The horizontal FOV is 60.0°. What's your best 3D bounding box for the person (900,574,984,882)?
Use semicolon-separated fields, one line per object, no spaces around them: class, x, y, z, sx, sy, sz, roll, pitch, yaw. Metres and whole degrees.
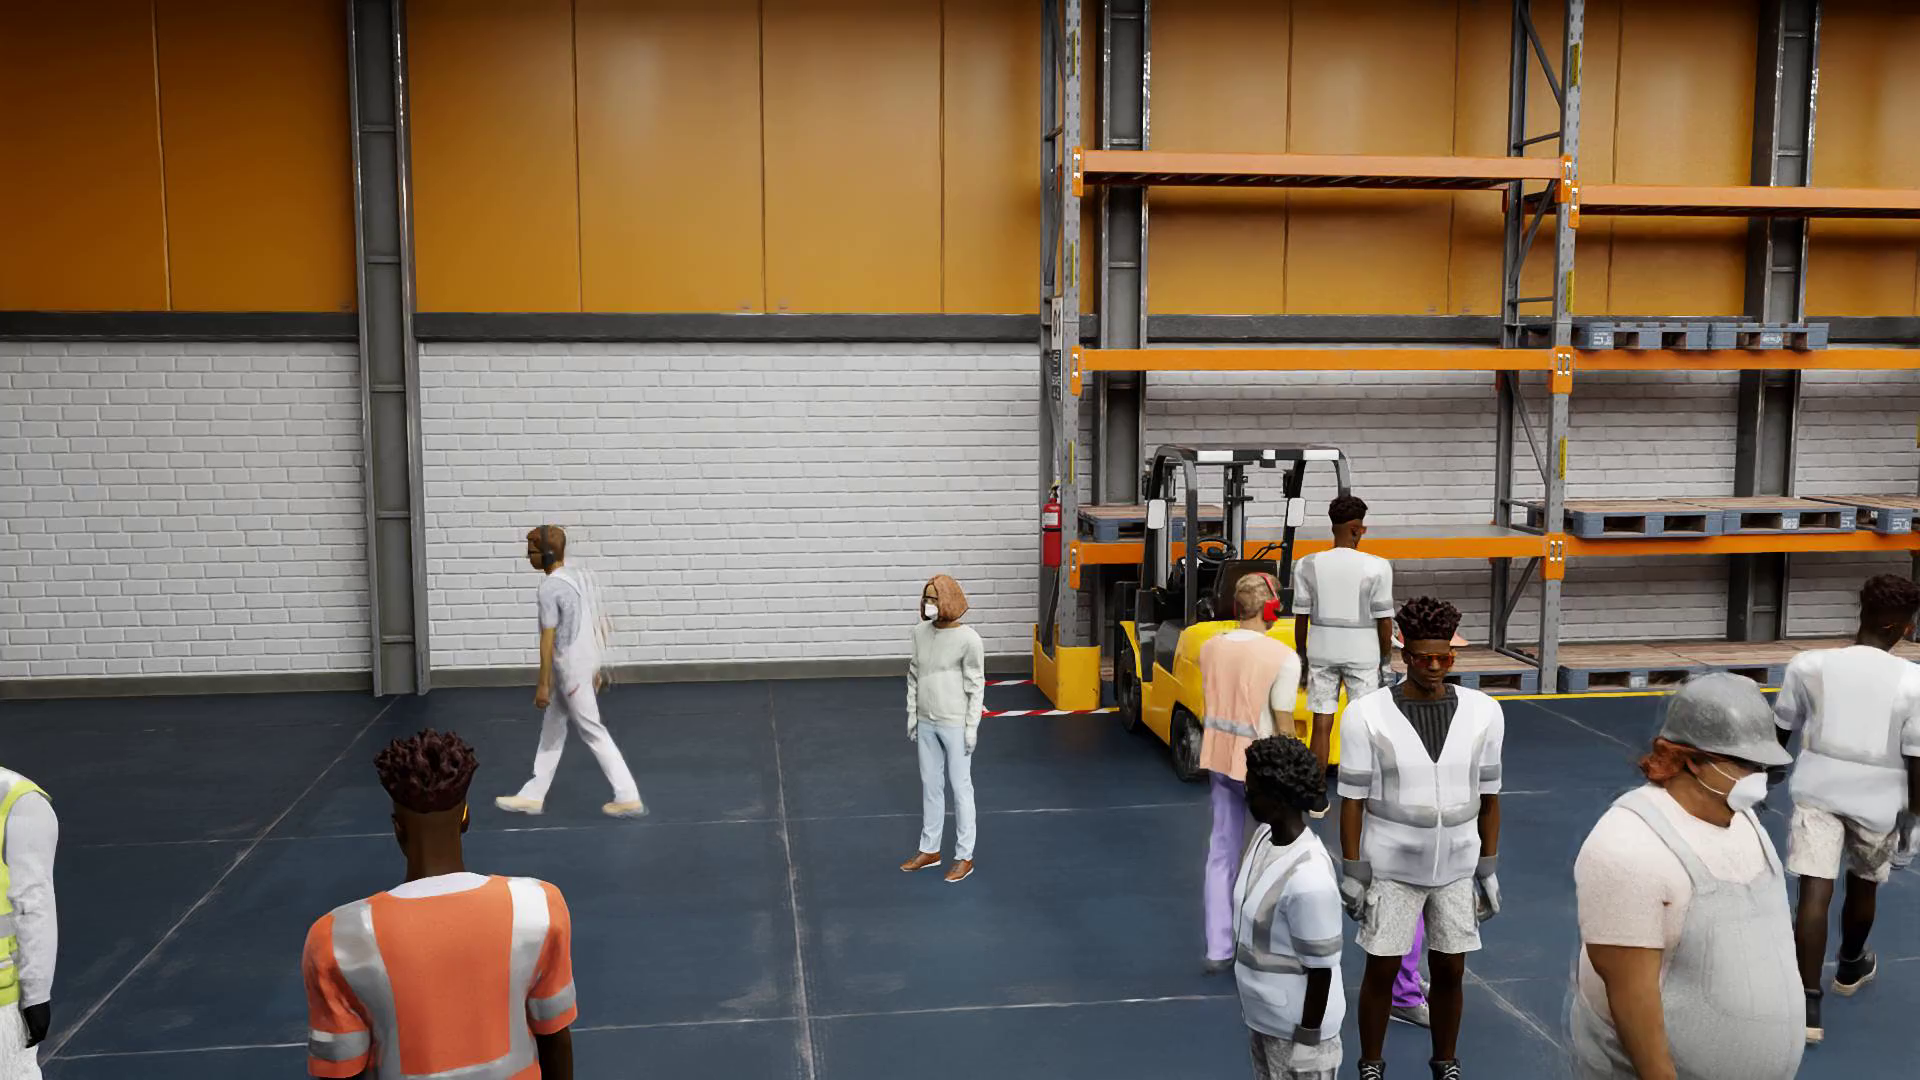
person;-0.092;0.994;8.888;0.497;1.633;0.283;5;9;40

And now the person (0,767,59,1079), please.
person;-3.007;1.348;4.957;0.636;1.830;0.429;0;7;2

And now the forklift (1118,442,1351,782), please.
forklift;1.912;0.418;11.496;1.214;2.155;2.313;-1;7;-8

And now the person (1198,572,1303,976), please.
person;1.402;1.048;7.595;0.780;1.815;0.582;-6;9;-40

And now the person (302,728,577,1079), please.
person;-1.185;1.406;3.854;0.603;1.962;0.368;-4;7;-28

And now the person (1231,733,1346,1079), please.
person;0.969;1.411;4.951;0.322;1.699;0.535;-1;7;-6

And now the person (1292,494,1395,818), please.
person;2.300;0.707;9.975;0.600;1.960;0.374;3;7;25

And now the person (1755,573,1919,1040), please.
person;3.701;1.077;6.989;0.699;1.901;1.018;4;8;33

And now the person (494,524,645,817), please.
person;-2.321;0.796;9.969;0.907;1.800;0.514;0;7;2

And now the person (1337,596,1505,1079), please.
person;1.659;1.164;6.014;0.598;1.958;0.372;0;7;-4

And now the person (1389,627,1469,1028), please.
person;1.952;1.146;7.014;0.323;1.755;0.563;2;7;15
